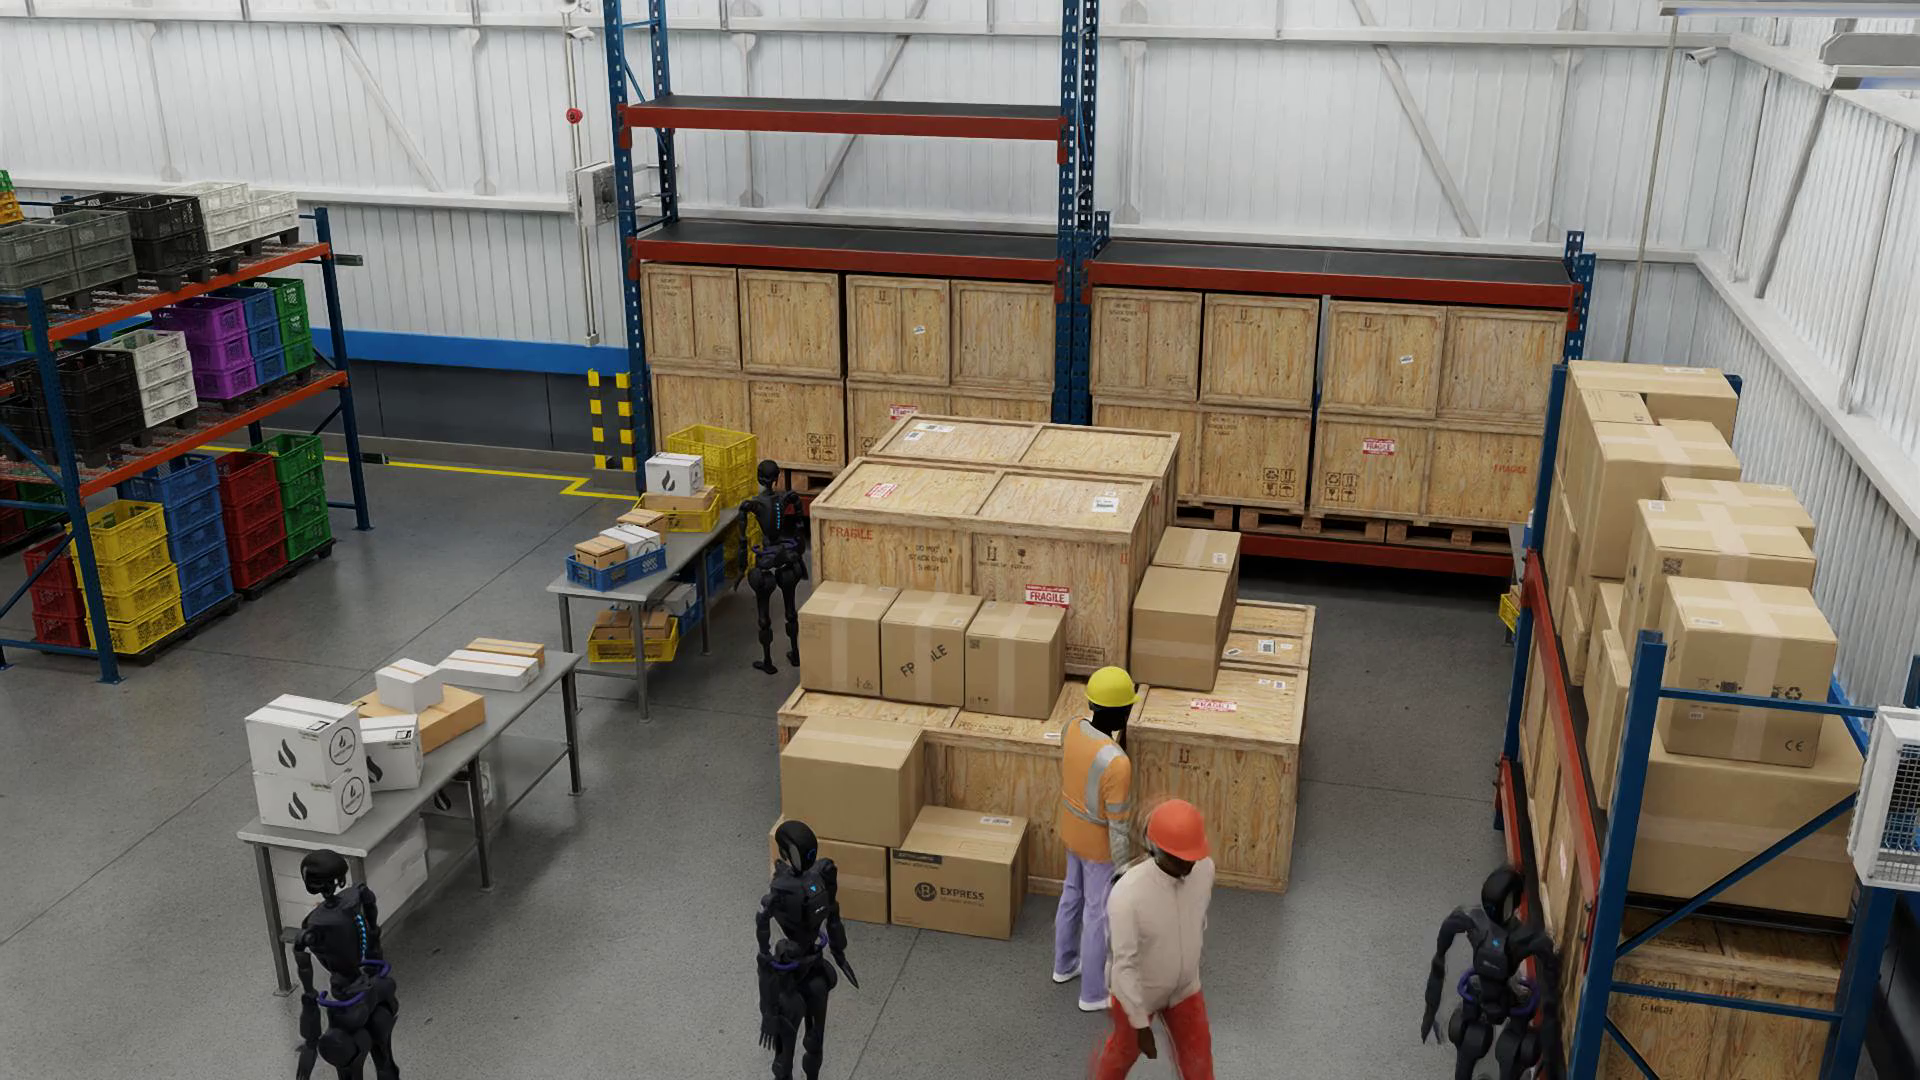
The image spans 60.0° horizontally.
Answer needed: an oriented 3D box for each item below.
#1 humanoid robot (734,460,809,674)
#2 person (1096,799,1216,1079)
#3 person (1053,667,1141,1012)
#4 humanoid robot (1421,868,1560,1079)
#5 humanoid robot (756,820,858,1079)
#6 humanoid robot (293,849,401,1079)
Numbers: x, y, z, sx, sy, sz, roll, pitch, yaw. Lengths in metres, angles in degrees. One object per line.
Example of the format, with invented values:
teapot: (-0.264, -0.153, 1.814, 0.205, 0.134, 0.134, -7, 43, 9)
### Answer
humanoid robot: (-1.418, 0.186, 12.568, 0.603, 1.657, 0.318, -13, 25, -31)
person: (0.937, 2.030, 7.393, 0.596, 1.939, 1.022, -11, 24, -27)
person: (0.726, 1.547, 8.697, 0.405, 1.918, 0.582, -10, 23, -24)
humanoid robot: (2.418, 2.144, 7.485, 0.642, 1.641, 0.505, 13, 24, 30)
humanoid robot: (-0.732, 2.040, 7.716, 0.313, 1.657, 0.609, 14, 25, 32)
humanoid robot: (-2.747, 2.128, 7.484, 0.318, 1.657, 0.603, 6, 22, 16)
